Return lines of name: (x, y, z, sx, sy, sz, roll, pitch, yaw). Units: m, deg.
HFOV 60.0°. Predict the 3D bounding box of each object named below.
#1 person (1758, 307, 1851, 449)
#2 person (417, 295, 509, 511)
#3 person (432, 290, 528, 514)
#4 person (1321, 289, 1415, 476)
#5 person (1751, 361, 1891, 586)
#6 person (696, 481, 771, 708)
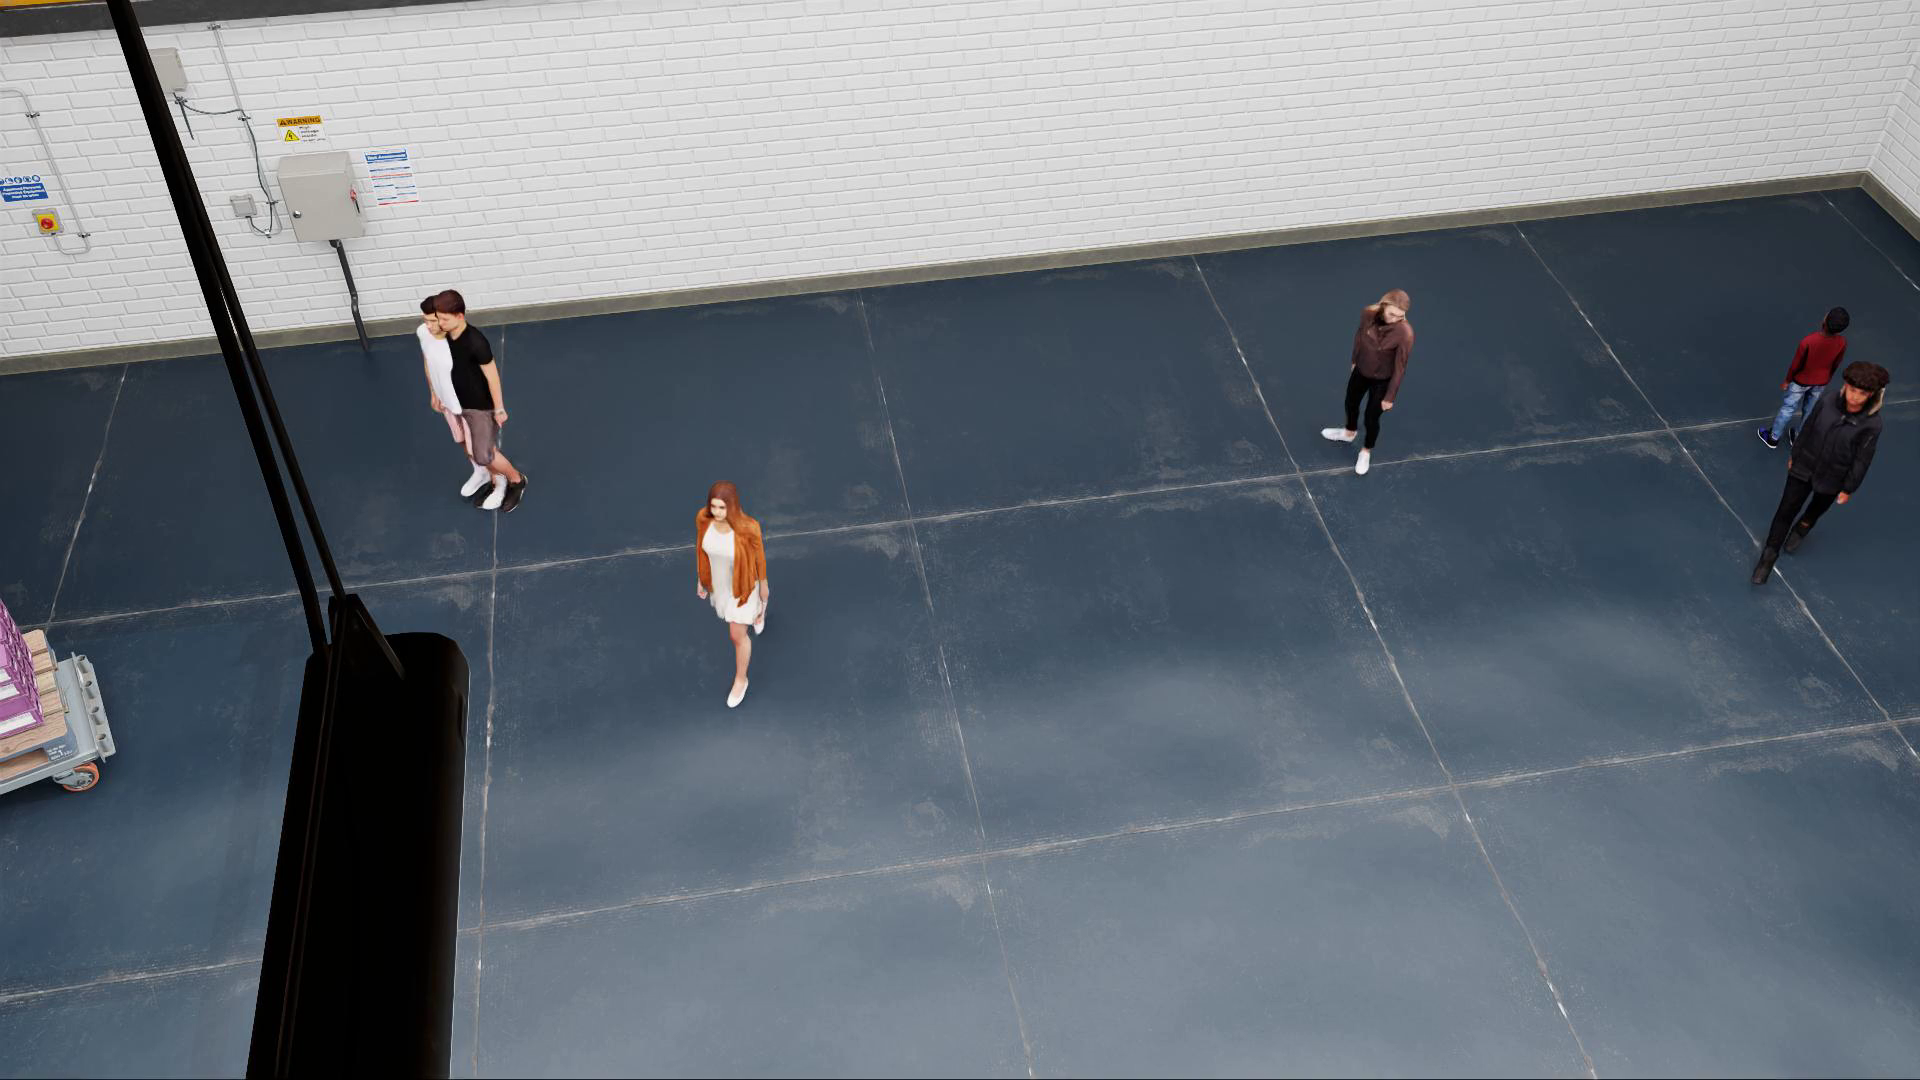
person: (6.323, -1.208, 12.367, 0.532, 1.256, 0.528, 0, 44, 0)
person: (-3.516, -1.023, 11.794, 0.745, 1.780, 0.791, 19, 47, 19)
person: (-3.363, -1.029, 11.747, 0.788, 1.852, 0.863, 30, 51, 28)
person: (3.006, -1.206, 12.063, 0.935, 1.673, 0.777, -19, 47, -18)
person: (5.901, -0.535, 11.312, 1.105, 1.738, 1.138, 29, 51, 27)
person: (-1.413, 0.203, 10.567, 0.958, 1.697, 1.140, 16, 46, 16)
